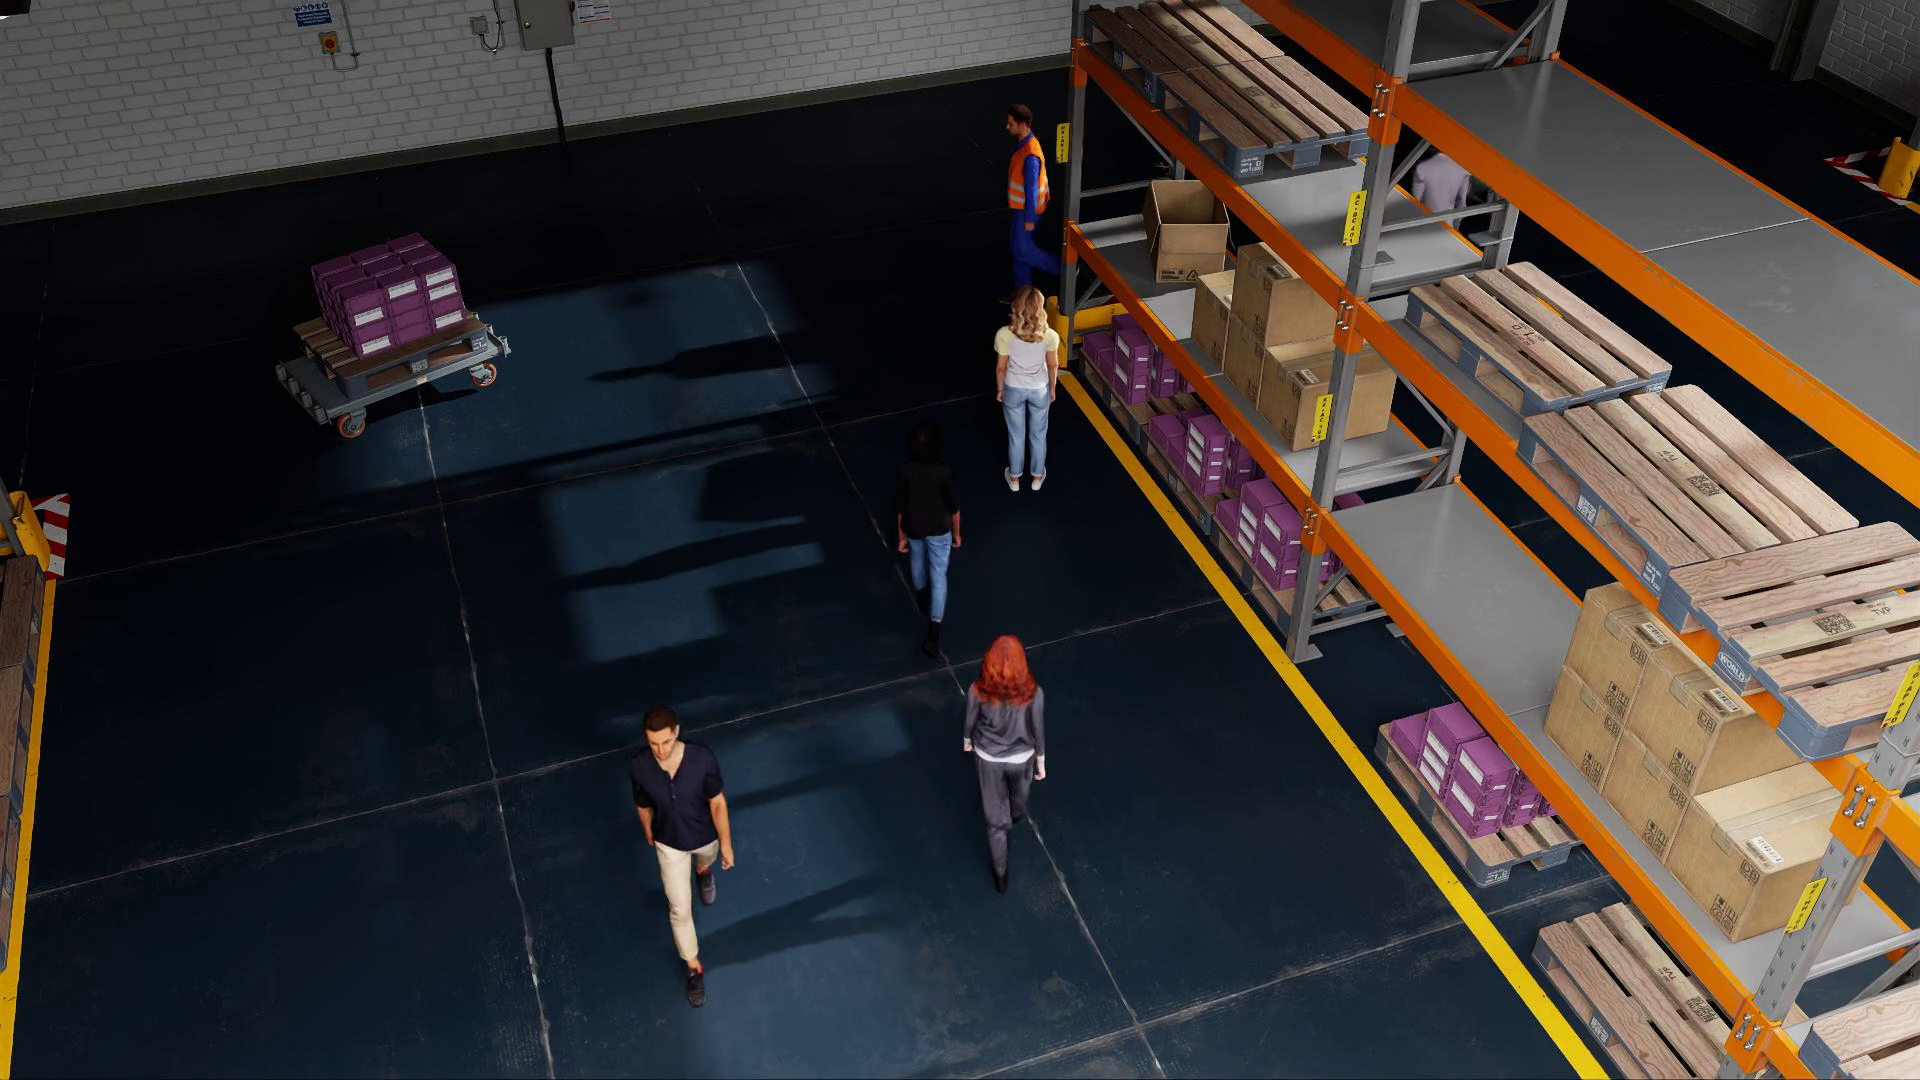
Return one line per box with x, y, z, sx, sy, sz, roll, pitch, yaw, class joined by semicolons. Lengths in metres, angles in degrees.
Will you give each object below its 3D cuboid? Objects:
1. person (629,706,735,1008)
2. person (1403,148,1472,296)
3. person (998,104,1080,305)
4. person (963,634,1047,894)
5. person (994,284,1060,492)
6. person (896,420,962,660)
-1.453;1.502;8.871;0.712;1.806;1.232;-8;39;-10;person
3.994;-2.612;13.991;0.786;1.843;0.912;-5;39;-6;person
0.665;-2.849;14.291;0.899;1.839;0.944;-8;39;-10;person
0.244;1.286;9.184;0.851;1.751;1.070;1;39;2;person
0.489;-1.097;12.190;0.689;1.723;0.658;-1;39;-1;person
-0.219;0.008;10.853;0.890;1.666;1.178;3;39;4;person
